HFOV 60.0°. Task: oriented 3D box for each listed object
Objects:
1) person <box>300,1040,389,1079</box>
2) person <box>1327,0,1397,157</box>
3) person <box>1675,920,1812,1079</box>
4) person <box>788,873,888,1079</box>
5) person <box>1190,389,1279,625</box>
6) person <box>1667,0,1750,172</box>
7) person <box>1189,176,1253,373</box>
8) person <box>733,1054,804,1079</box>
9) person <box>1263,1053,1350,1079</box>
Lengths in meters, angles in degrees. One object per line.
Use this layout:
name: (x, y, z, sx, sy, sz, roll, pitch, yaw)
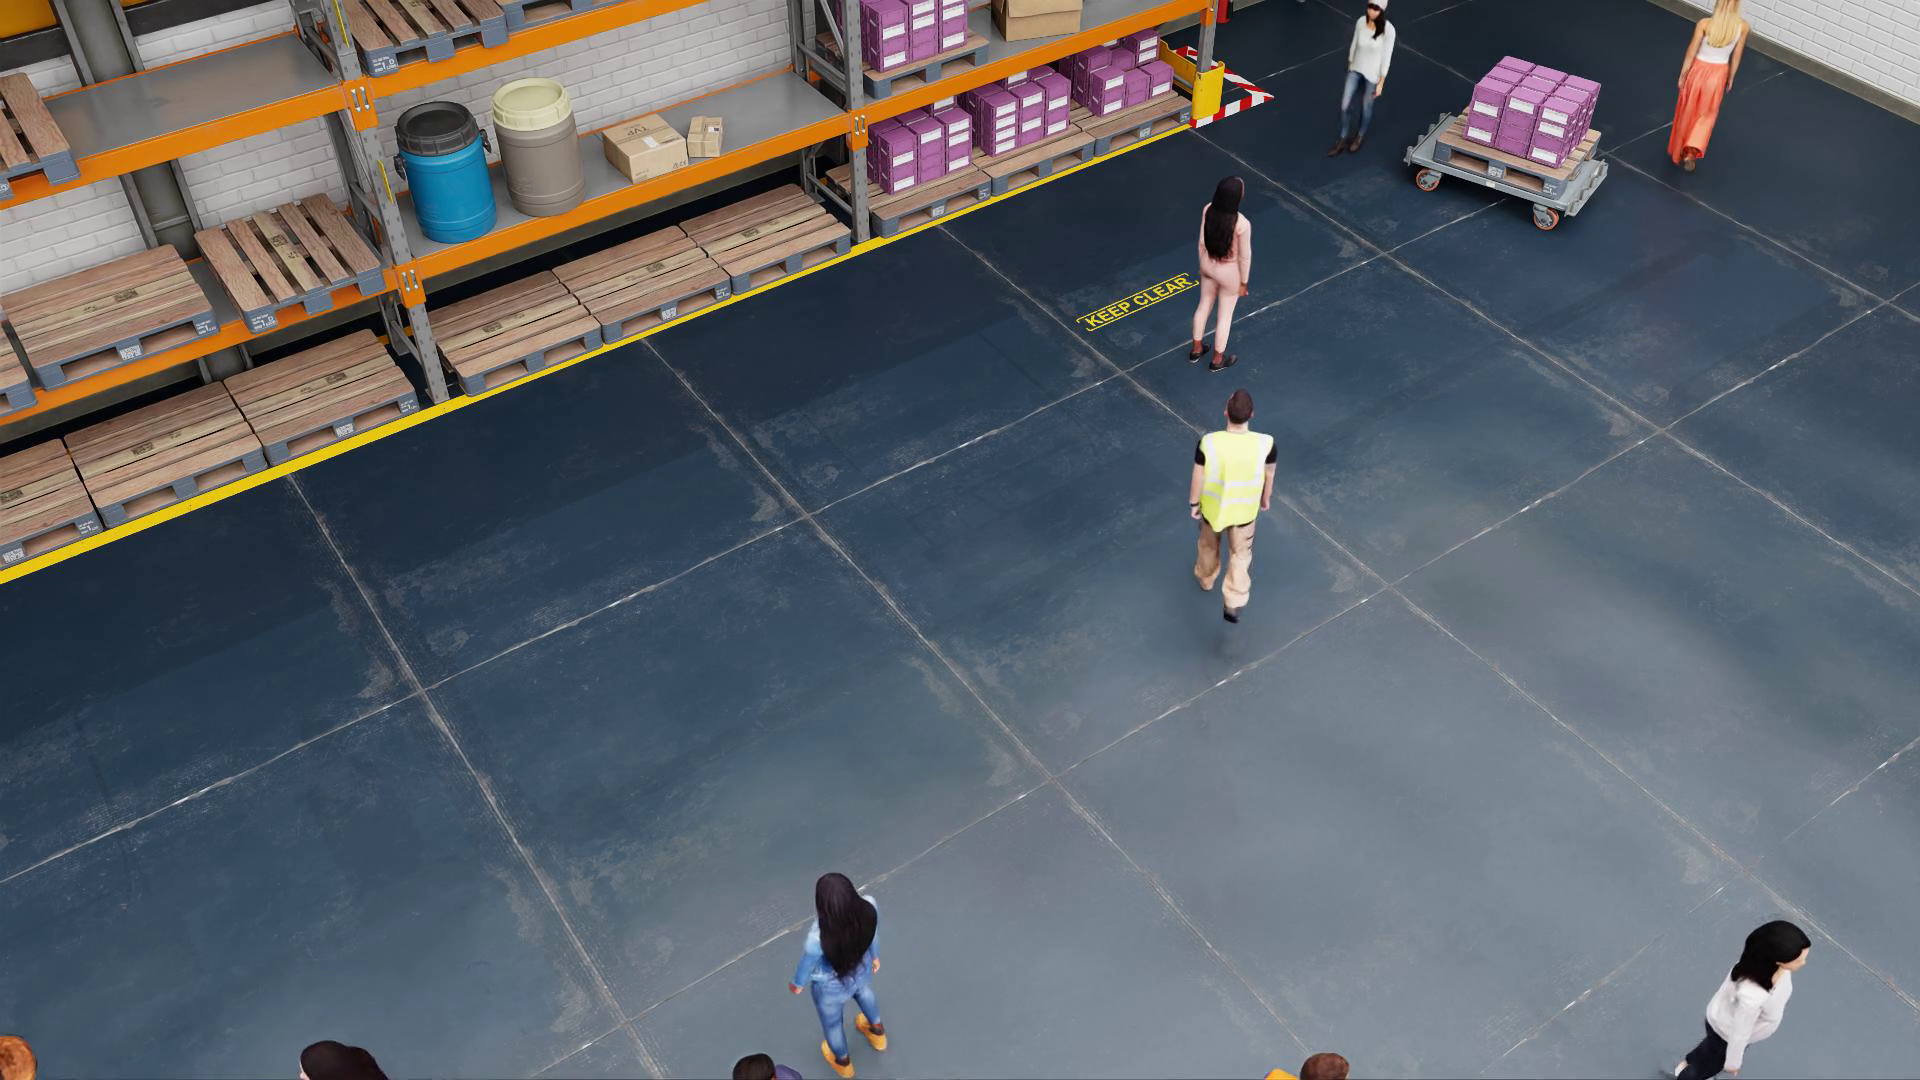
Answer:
person: (-2.647, 2.820, 7.937, 1.108, 1.715, 0.764, -23, 48, -22)
person: (3.853, -4.389, 15.565, 0.725, 1.632, 0.814, 26, 50, 25)
person: (3.882, 2.407, 8.382, 0.762, 1.699, 0.602, 25, 49, 24)
person: (-0.584, 2.287, 8.504, 0.579, 1.706, 0.736, -31, 52, -28)
person: (1.797, -0.203, 11.026, 1.074, 1.831, 1.111, 4, 44, 4)
person: (6.818, -4.153, 15.202, 0.913, 1.790, 1.009, 13, 45, 13)
person: (2.054, -2.098, 13.095, 0.586, 1.721, 0.659, -34, 53, -31)
person: (-0.910, 2.888, 7.812, 0.478, 1.790, 0.725, -30, 51, -28)
person: (1.544, 2.929, 7.718, 0.584, 1.858, 0.677, -27, 50, -25)
